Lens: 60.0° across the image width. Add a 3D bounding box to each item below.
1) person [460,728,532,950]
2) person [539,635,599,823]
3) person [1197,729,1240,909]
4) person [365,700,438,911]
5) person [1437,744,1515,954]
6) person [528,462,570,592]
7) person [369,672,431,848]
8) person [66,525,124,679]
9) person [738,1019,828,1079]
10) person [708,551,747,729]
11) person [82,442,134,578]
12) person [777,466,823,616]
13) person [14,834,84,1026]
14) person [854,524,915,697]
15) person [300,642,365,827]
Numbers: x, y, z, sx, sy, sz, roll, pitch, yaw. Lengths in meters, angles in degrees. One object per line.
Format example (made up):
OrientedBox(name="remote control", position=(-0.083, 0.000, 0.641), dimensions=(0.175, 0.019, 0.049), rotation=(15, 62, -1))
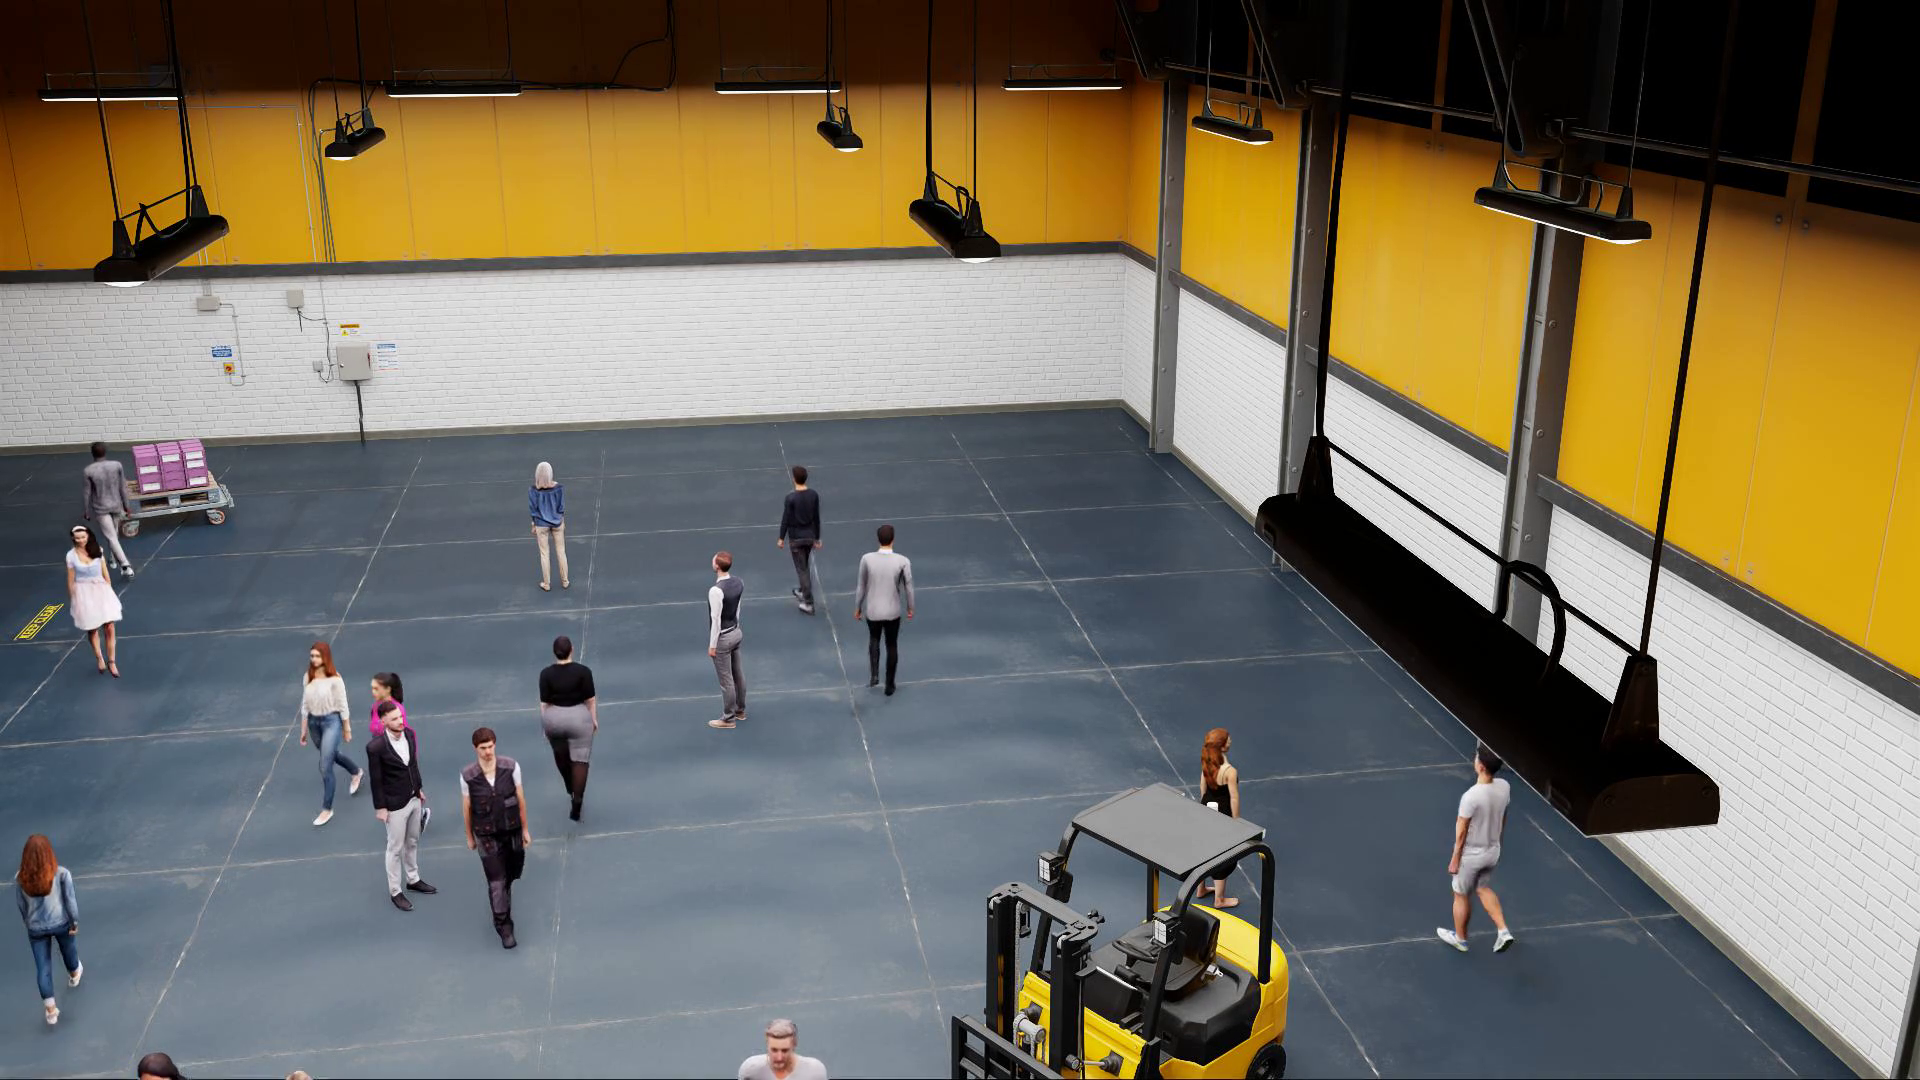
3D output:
OrientedBox(name="person", position=(-3.807, 2.368, 13.691), dimensions=(0.875, 1.822, 1.212), rotation=(-9, 21, -25))
OrientedBox(name="person", position=(-3.666, 1.807, 15.541), dimensions=(0.715, 1.703, 1.191), rotation=(-2, 19, -6))
OrientedBox(name="person", position=(2.174, 2.337, 14.090), dimensions=(0.719, 1.625, 0.633), rotation=(-13, 22, -33))
OrientedBox(name="person", position=(-4.766, 2.209, 14.129), dimensions=(0.800, 1.844, 0.706), rotation=(9, 21, 25))
OrientedBox(name="person", position=(4.186, 2.512, 13.227), dimensions=(0.897, 1.844, 1.046), rotation=(-12, 22, -31))
OrientedBox(name="person", position=(-5.310, -0.187, 21.473), dimensions=(0.669, 1.697, 0.644), rotation=(-8, 20, -23))
OrientedBox(name="person", position=(-5.066, 1.970, 15.083), dimensions=(0.757, 1.686, 0.819), rotation=(10, 21, 28))
OrientedBox(name="person", position=(-9.815, 0.669, 18.781), dimensions=(0.871, 1.793, 0.987), rotation=(-13, 23, -35))
OrientedBox(name="person", position=(-1.058, 3.620, 10.029), dimensions=(0.955, 1.786, 1.284), rotation=(3, 19, 10))
OrientedBox(name="person", position=(-2.450, 1.027, 17.489), dimensions=(0.805, 1.939, 0.708), rotation=(9, 20, 24))
OrientedBox(name="person", position=(-11.168, -0.370, 21.847), dimensions=(1.260, 1.805, 1.157), rotation=(15, 24, 38))
OrientedBox(name="person", position=(-1.908, 0.031, 20.593), dimensions=(0.903, 1.846, 1.055), rotation=(-15, 24, -37))
OrientedBox(name="person", position=(-6.894, 2.952, 12.551), dimensions=(0.681, 1.441, 1.033), rotation=(-6, 20, -18))
OrientedBox(name="person", position=(-0.853, 0.801, 18.217), dimensions=(0.889, 1.903, 0.819), rotation=(2, 19, 6))
OrientedBox(name="person", position=(-5.944, 1.749, 15.723), dimensions=(0.938, 1.697, 1.194), rotation=(6, 20, 18))
